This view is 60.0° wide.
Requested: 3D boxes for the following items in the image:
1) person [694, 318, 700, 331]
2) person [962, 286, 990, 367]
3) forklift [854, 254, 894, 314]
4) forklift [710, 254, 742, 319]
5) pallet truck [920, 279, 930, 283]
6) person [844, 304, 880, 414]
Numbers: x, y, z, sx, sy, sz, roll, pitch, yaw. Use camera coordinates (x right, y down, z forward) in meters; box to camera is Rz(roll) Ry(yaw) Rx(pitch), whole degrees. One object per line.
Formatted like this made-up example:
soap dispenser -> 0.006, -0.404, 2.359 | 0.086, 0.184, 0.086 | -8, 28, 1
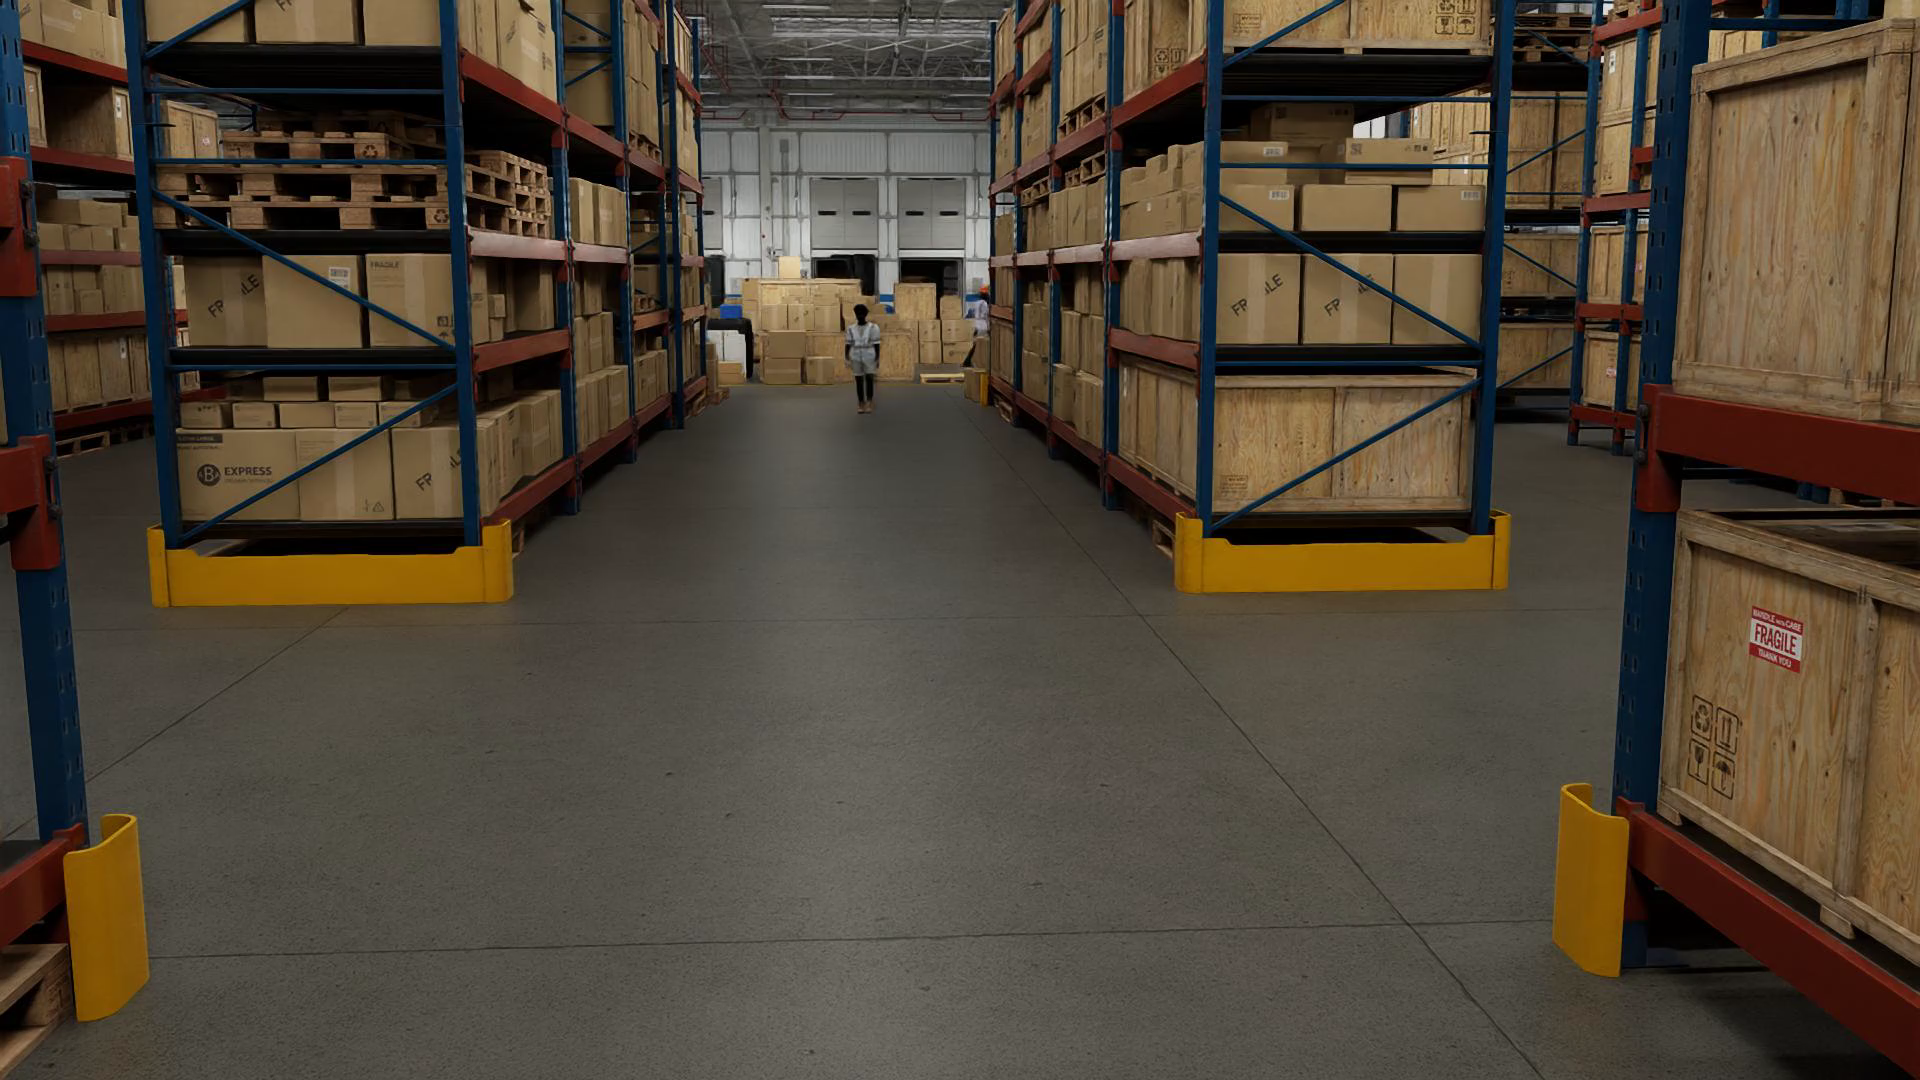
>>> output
person -> -4.826, -3.467, 30.083 | 0.808, 1.606, 0.523 | 9, 13, 44
person -> 0.495, -4.833, 37.818 | 1.029, 1.890, 0.561 | -3, 9, -17
forklift -> -3.206, -8.270, 56.257 | 1.873, 2.768, 1.129 | 5, 10, 27
forklift -> -8.383, -8.512, 57.776 | 1.873, 2.768, 1.129 | 0, 9, 3
pallet truck -> -0.932, -8.922, 63.114 | 1.885, 1.965, 0.823 | 2, 9, 13
person -> -1.499, -2.747, 25.313 | 0.553, 1.672, 0.563 | 1, 9, 8
